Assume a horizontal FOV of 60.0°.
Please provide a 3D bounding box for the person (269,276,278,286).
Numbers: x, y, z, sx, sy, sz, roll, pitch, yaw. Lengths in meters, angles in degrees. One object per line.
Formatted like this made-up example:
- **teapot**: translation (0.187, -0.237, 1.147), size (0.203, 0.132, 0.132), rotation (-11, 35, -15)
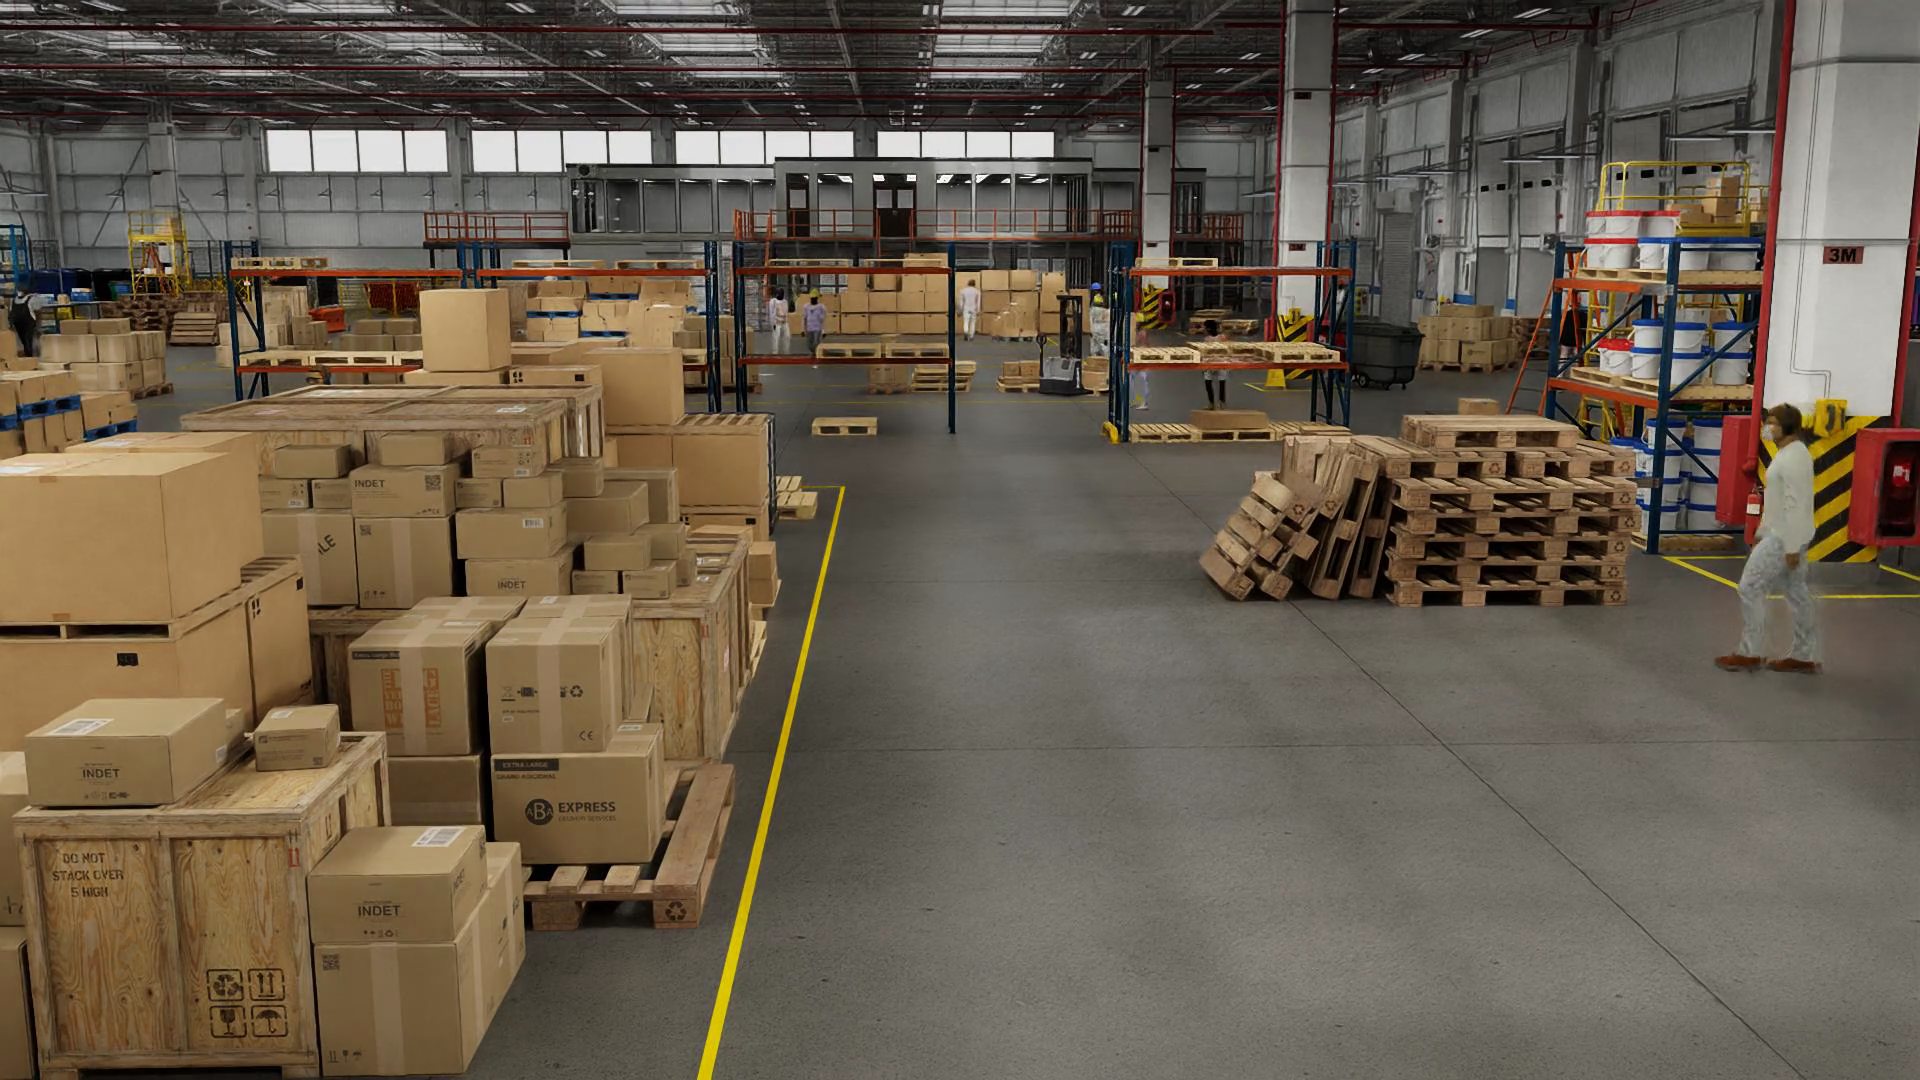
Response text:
- **person**: translation (-20.897, -7.071, 50.802), size (0.617, 2.017, 0.912), rotation (-9, 13, -40)

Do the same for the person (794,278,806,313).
- **person**: translation (-5.426, -8.256, 57.934), size (0.850, 1.811, 0.651), rotation (-3, 11, -16)

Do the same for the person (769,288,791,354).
- **person**: translation (-4.631, -5.612, 43.202), size (0.623, 1.818, 0.713), rotation (-9, 14, -42)

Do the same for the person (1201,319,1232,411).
- **person**: translation (4.591, -3.089, 29.608), size (0.617, 1.659, 0.318), rotation (7, 12, 33)

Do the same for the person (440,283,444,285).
- **person**: translation (-15.313, -6.697, 49.277), size (0.639, 1.807, 0.979), rotation (-2, 10, -10)

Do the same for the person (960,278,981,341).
- **person**: translation (0.329, -7.008, 50.712), size (0.641, 1.920, 0.547), rotation (1, 10, 6)

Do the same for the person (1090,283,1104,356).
- **person**: translation (3.651, -5.869, 44.271), size (0.384, 1.949, 0.604), rotation (1, 10, 4)

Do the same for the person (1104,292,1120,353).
- **person**: translation (3.427, -4.508, 36.795), size (0.587, 1.916, 0.416), rotation (-7, 12, -33)

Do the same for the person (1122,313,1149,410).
- **person**: translation (3.162, -3.222, 30.051), size (0.591, 1.747, 0.547), rotation (-2, 10, -9)

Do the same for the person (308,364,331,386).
- **person**: translation (-6.258, -0.813, 16.394), size (0.509, 1.846, 0.342), rotation (3, 11, 16)

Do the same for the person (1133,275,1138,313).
- **person**: translation (6.786, -9.656, 65.237), size (0.610, 1.996, 0.384), rotation (-7, 12, -35)

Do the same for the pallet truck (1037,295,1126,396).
- **pallet truck**: translation (2.483, -3.881, 33.060), size (1.885, 1.965, 0.823), rotation (-7, 13, -36)

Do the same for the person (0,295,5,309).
- **person**: translation (-27.529, -6.389, 47.475), size (0.841, 1.847, 0.521), rotation (8, 13, 37)

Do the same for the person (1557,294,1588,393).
- **person**: translation (12.305, -3.946, 33.434), size (0.608, 1.995, 0.377), rotation (1, 10, 6)

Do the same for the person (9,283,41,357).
- **person**: translation (-23.308, -5.380, 41.291), size (0.703, 2.000, 0.956), rotation (0, 10, 1)

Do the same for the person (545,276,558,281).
- **person**: translation (-17.388, -10.623, 70.994), size (0.613, 1.860, 0.568), rotation (0, 10, 1)

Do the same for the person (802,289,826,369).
- **person**: translation (-3.490, -5.071, 39.925), size (0.611, 1.912, 0.579), rotation (3, 11, 17)

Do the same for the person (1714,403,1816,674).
- **person**: translation (5.702, -0.006, 11.692), size (0.790, 1.911, 0.628), rotation (6, 12, 29)

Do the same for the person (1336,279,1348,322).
- **person**: translation (11.573, -7.018, 50.813), size (0.559, 1.898, 0.911), rotation (8, 13, 38)

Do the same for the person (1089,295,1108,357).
- **person**: translation (3.442, -5.191, 41.145), size (0.492, 1.722, 0.705), rotation (-4, 11, -19)
